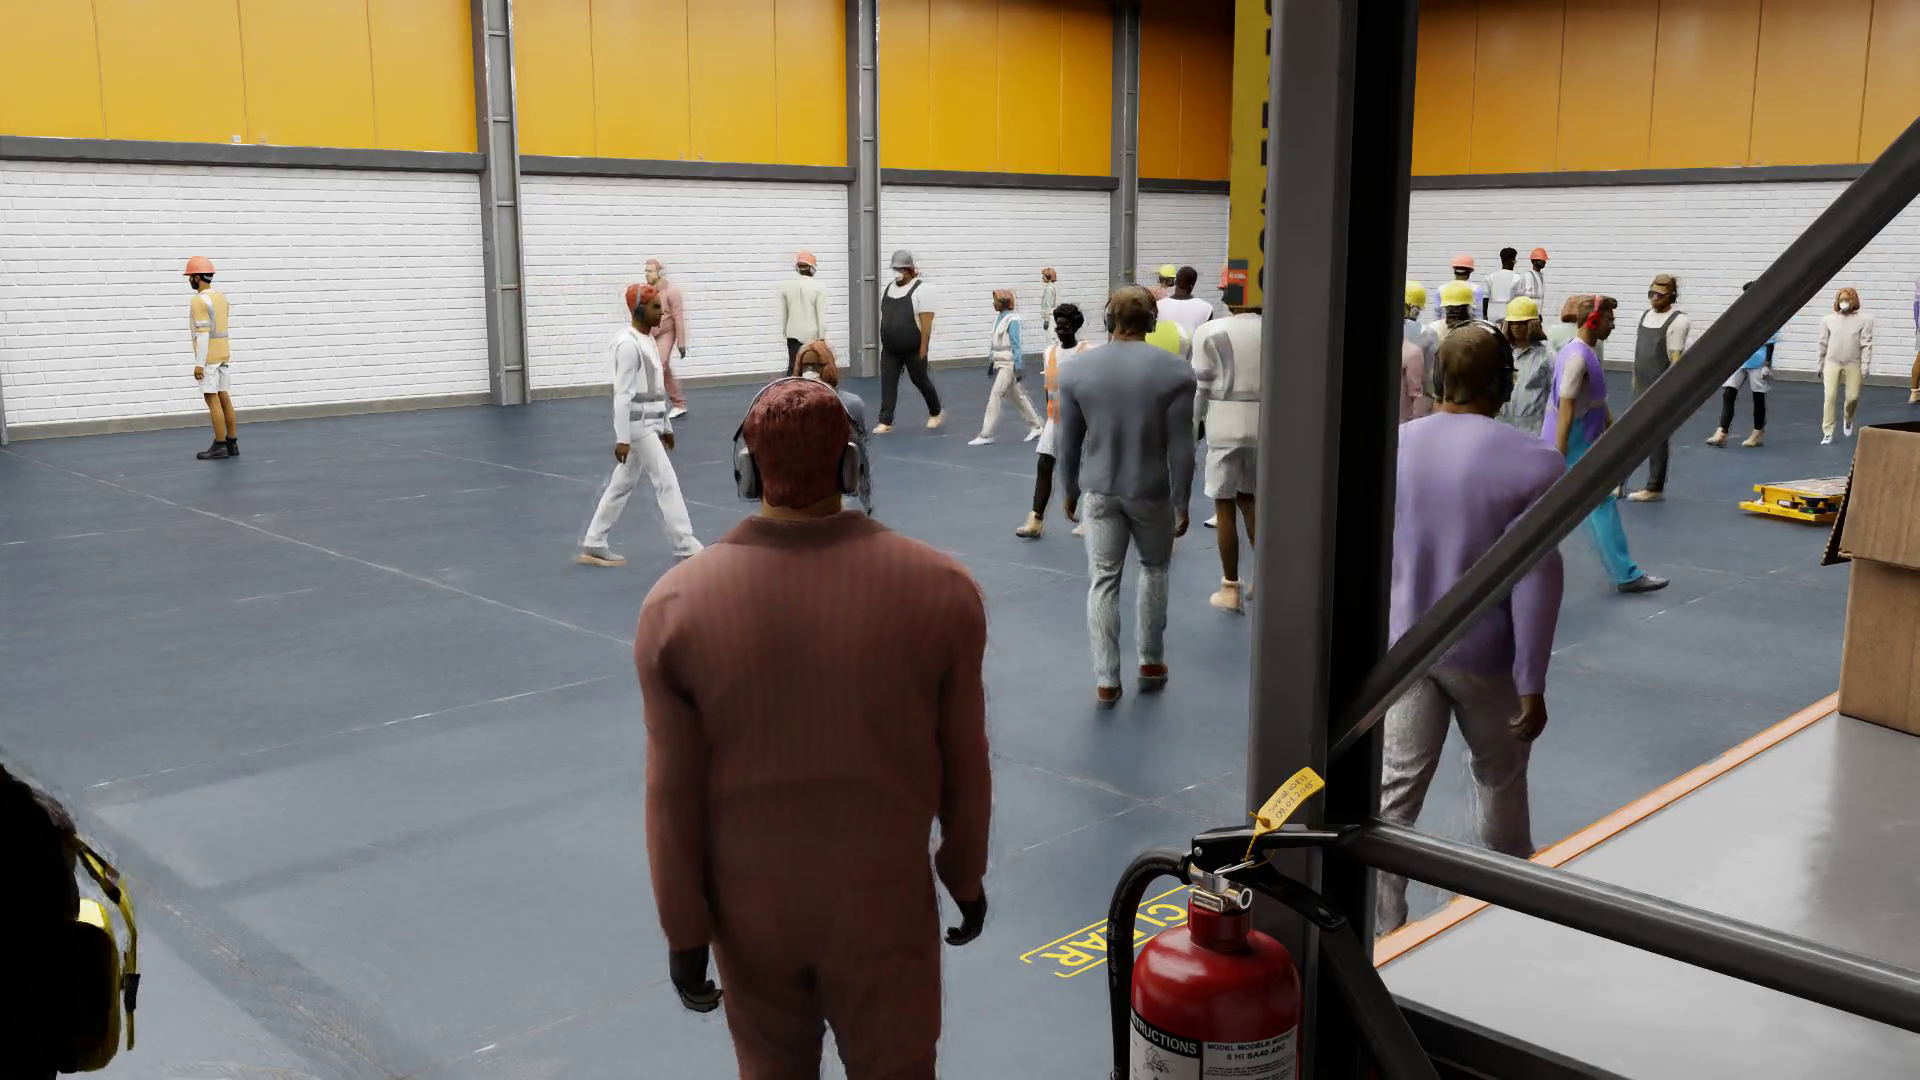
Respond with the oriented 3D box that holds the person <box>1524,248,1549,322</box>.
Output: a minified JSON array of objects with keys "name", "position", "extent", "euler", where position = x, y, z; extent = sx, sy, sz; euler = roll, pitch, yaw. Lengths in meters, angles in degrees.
[{"name":"person","position":[8.875,-3.535,25.699],"extent":[0.375,1.939,0.546],"euler":[9,14,41]}]

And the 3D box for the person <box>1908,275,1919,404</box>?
[{"name":"person","position":[12.278,-2.713,20.931],"extent":[0.377,2.044,0.608],"euler":[-2,11,-13]}]

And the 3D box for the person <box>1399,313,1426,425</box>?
[{"name":"person","position":[2.807,-0.778,11.228],"extent":[0.891,1.717,0.553],"euler":[-7,13,-35]}]

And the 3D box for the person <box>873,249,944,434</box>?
[{"name":"person","position":[-0.542,-2.195,18.114],"extent":[0.691,2.000,0.989],"euler":[7,12,32]}]

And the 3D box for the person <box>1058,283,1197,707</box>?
[{"name":"person","position":[0.776,-0.218,7.699],"extent":[0.643,1.911,0.759],"euler":[2,11,12]}]

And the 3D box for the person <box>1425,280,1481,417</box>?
[{"name":"person","position":[3.633,-0.995,12.192],"extent":[0.607,1.808,0.494],"euler":[6,12,31]}]

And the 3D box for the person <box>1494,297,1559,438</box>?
[{"name":"person","position":[3.579,-0.686,10.694],"extent":[0.494,1.743,0.305],"euler":[6,12,29]}]

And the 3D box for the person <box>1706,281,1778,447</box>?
[{"name":"person","position":[7.826,-1.740,16.615],"extent":[0.755,1.664,0.558],"euler":[-7,12,-32]}]

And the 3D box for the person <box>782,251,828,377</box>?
[{"name":"person","position":[-1.774,-2.401,19.514],"extent":[0.638,1.930,1.029],"euler":[4,11,21]}]

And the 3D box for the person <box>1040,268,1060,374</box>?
[{"name":"person","position":[1.392,-3.371,25.642],"extent":[0.311,1.634,0.518],"euler":[2,11,11]}]

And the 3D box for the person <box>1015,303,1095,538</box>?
[{"name":"person","position":[0.710,-0.810,11.605],"extent":[0.532,1.660,0.783],"euler":[8,13,39]}]

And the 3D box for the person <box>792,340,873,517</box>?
[{"name":"person","position":[-0.752,-0.223,8.558],"extent":[0.524,1.585,0.859],"euler":[3,11,18]}]

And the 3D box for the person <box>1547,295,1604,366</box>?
[{"name":"person","position":[5.633,-1.446,15.286],"extent":[0.495,1.578,0.882],"euler":[5,11,23]}]

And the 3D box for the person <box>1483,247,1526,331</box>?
[{"name":"person","position":[7.708,-3.158,23.575],"extent":[0.617,1.961,0.361],"euler":[7,12,33]}]

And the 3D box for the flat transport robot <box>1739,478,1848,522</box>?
[{"name":"flat transport robot","position":[6.750,-0.325,12.747],"extent":[1.431,0.197,0.652],"euler":[-5,12,-26]}]

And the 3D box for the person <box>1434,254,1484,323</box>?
[{"name":"person","position":[5.717,-2.318,19.125],"extent":[0.570,1.905,0.575],"euler":[5,11,23]}]

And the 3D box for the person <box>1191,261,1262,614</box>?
[{"name":"person","position":[1.569,-0.590,9.419],"extent":[0.619,2.027,0.439],"euler":[-3,11,-18]}]

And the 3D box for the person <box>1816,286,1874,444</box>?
[{"name":"person","position":[9.088,-1.797,17.107],"extent":[0.513,1.615,0.565],"euler":[7,12,32]}]

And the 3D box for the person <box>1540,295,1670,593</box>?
[{"name":"person","position":[3.762,-0.584,10.050],"extent":[1.005,1.785,0.562],"euler":[3,11,17]}]

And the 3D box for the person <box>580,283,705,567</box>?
[{"name":"person","position":[-2.022,-0.715,10.621],"extent":[0.979,1.835,0.595],"euler":[0,10,0]}]

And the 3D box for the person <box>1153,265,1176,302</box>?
[{"name":"person","position":[2.661,-2.731,21.847],"extent":[0.408,1.748,0.524],"euler":[-3,11,-16]}]

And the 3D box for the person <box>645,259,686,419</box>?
[{"name":"person","position":[-3.499,-2.286,19.116],"extent":[0.664,1.852,1.022],"euler":[7,13,35]}]

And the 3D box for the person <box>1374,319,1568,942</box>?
[{"name":"person","position":[1.466,0.315,4.827],"extent":[0.656,1.887,1.022],"euler":[9,14,40]}]

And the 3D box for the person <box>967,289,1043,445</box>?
[{"name":"person","position":[0.504,-1.776,17.087],"extent":[0.871,1.603,0.531],"euler":[-3,11,-17]}]

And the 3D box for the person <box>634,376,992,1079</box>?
[{"name":"person","position":[-0.256,0.649,3.028],"extent":[0.640,1.884,0.746],"euler":[0,10,-1]}]

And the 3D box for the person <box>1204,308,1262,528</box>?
[{"name":"person","position":[2.239,-1.044,12.316],"extent":[0.998,1.878,0.579],"euler":[-10,14,-42]}]

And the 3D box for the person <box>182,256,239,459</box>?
[{"name":"person","position":[-7.186,-1.737,15.897],"extent":[0.373,1.934,0.551],"euler":[0,10,2]}]

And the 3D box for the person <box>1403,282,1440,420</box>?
[{"name":"person","position":[3.242,-1.006,12.323],"extent":[0.611,1.786,0.857],"euler":[4,11,22]}]

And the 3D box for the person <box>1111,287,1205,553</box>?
[{"name":"person","position":[1.279,-0.827,11.360],"extent":[0.697,1.781,0.882],"euler":[-5,11,-24]}]

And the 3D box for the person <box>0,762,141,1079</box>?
[{"name":"person","position":[-0.640,0.997,1.238],"extent":[0.564,1.845,0.539],"euler":[-5,12,-26]}]

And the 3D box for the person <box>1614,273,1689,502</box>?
[{"name":"person","position":[5.495,-1.210,13.323],"extent":[0.464,1.828,0.560],"euler":[-5,12,-25]}]

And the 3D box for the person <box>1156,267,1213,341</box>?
[{"name":"person","position":[2.002,-1.572,15.260],"extent":[0.617,1.856,0.992],"euler":[0,10,3]}]
